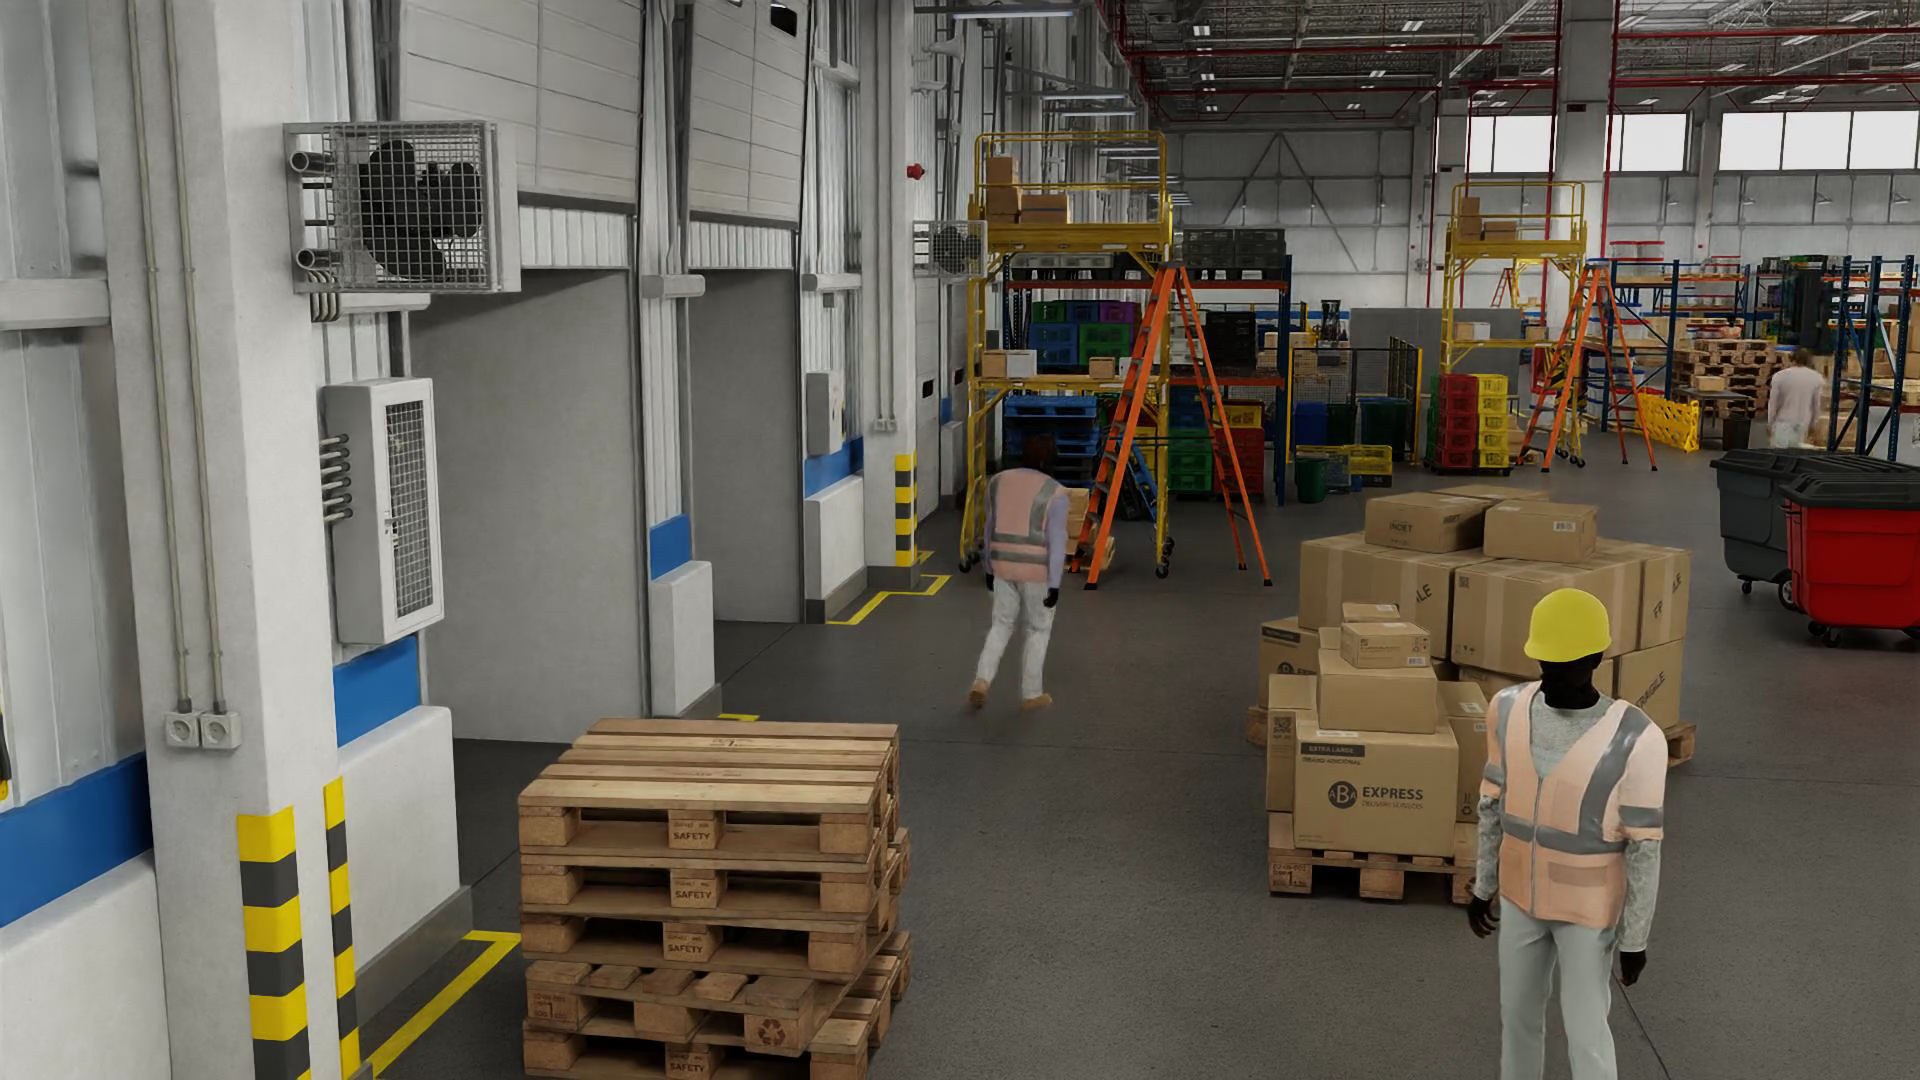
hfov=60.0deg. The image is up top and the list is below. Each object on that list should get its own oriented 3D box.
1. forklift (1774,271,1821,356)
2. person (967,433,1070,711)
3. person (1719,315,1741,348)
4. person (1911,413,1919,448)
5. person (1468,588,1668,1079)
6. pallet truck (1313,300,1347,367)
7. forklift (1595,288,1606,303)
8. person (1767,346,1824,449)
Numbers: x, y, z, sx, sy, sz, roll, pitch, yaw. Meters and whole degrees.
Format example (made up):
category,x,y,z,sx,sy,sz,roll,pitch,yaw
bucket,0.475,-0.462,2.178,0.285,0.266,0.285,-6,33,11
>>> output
category,x,y,z,sx,sy,sz,roll,pitch,yaw
forklift,19.468,-4.812,38.445,1.873,2.768,1.129,1,9,9
person,0.378,0.230,10.651,0.644,1.814,0.618,6,11,35
person,20.436,-5.143,44.182,0.539,1.679,0.660,3,10,18
person,15.532,-2.334,26.696,0.332,1.733,0.502,5,10,28
person,1.814,1.085,5.048,0.391,1.918,0.588,-7,11,-36
pallet truck,11.159,-6.200,49.718,0.823,1.965,1.885,4,10,26
forklift,16.828,-5.799,44.531,1.129,2.768,1.873,-6,11,-32
person,10.404,-1.450,20.717,0.641,1.913,0.542,1,9,5
